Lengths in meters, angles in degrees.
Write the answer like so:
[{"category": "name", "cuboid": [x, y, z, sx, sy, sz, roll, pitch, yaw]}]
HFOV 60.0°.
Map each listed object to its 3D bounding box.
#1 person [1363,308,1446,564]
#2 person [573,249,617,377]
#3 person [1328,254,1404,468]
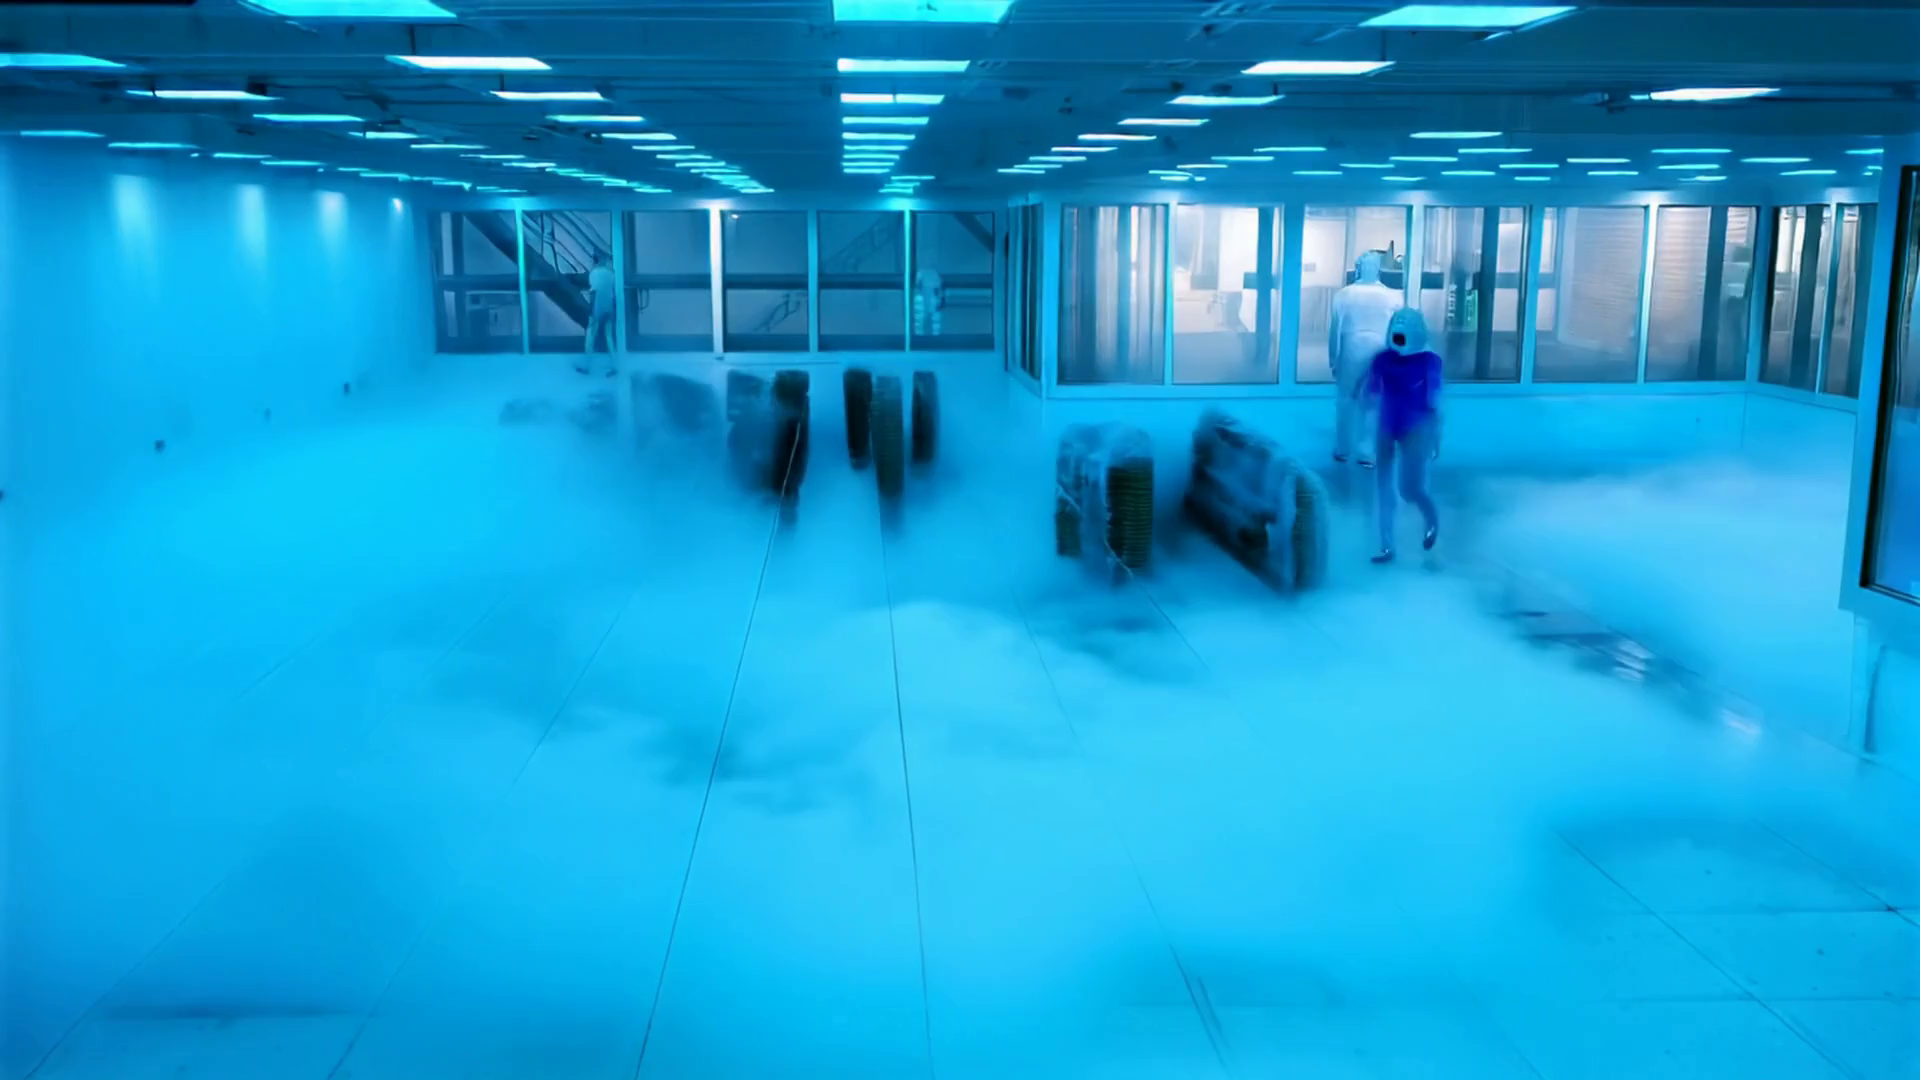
[{"category": "person", "cuboid": [2.825, -0.657, 10.513, 0.477, 1.620, 0.504, -10, 15, -43]}, {"category": "person", "cuboid": [-5.263, -3.272, 24.021, 0.858, 1.834, 0.570, 7, 13, 34]}, {"category": "person", "cuboid": [3.616, -1.612, 14.943, 0.674, 1.875, 0.826, 0, 11, 2]}]
